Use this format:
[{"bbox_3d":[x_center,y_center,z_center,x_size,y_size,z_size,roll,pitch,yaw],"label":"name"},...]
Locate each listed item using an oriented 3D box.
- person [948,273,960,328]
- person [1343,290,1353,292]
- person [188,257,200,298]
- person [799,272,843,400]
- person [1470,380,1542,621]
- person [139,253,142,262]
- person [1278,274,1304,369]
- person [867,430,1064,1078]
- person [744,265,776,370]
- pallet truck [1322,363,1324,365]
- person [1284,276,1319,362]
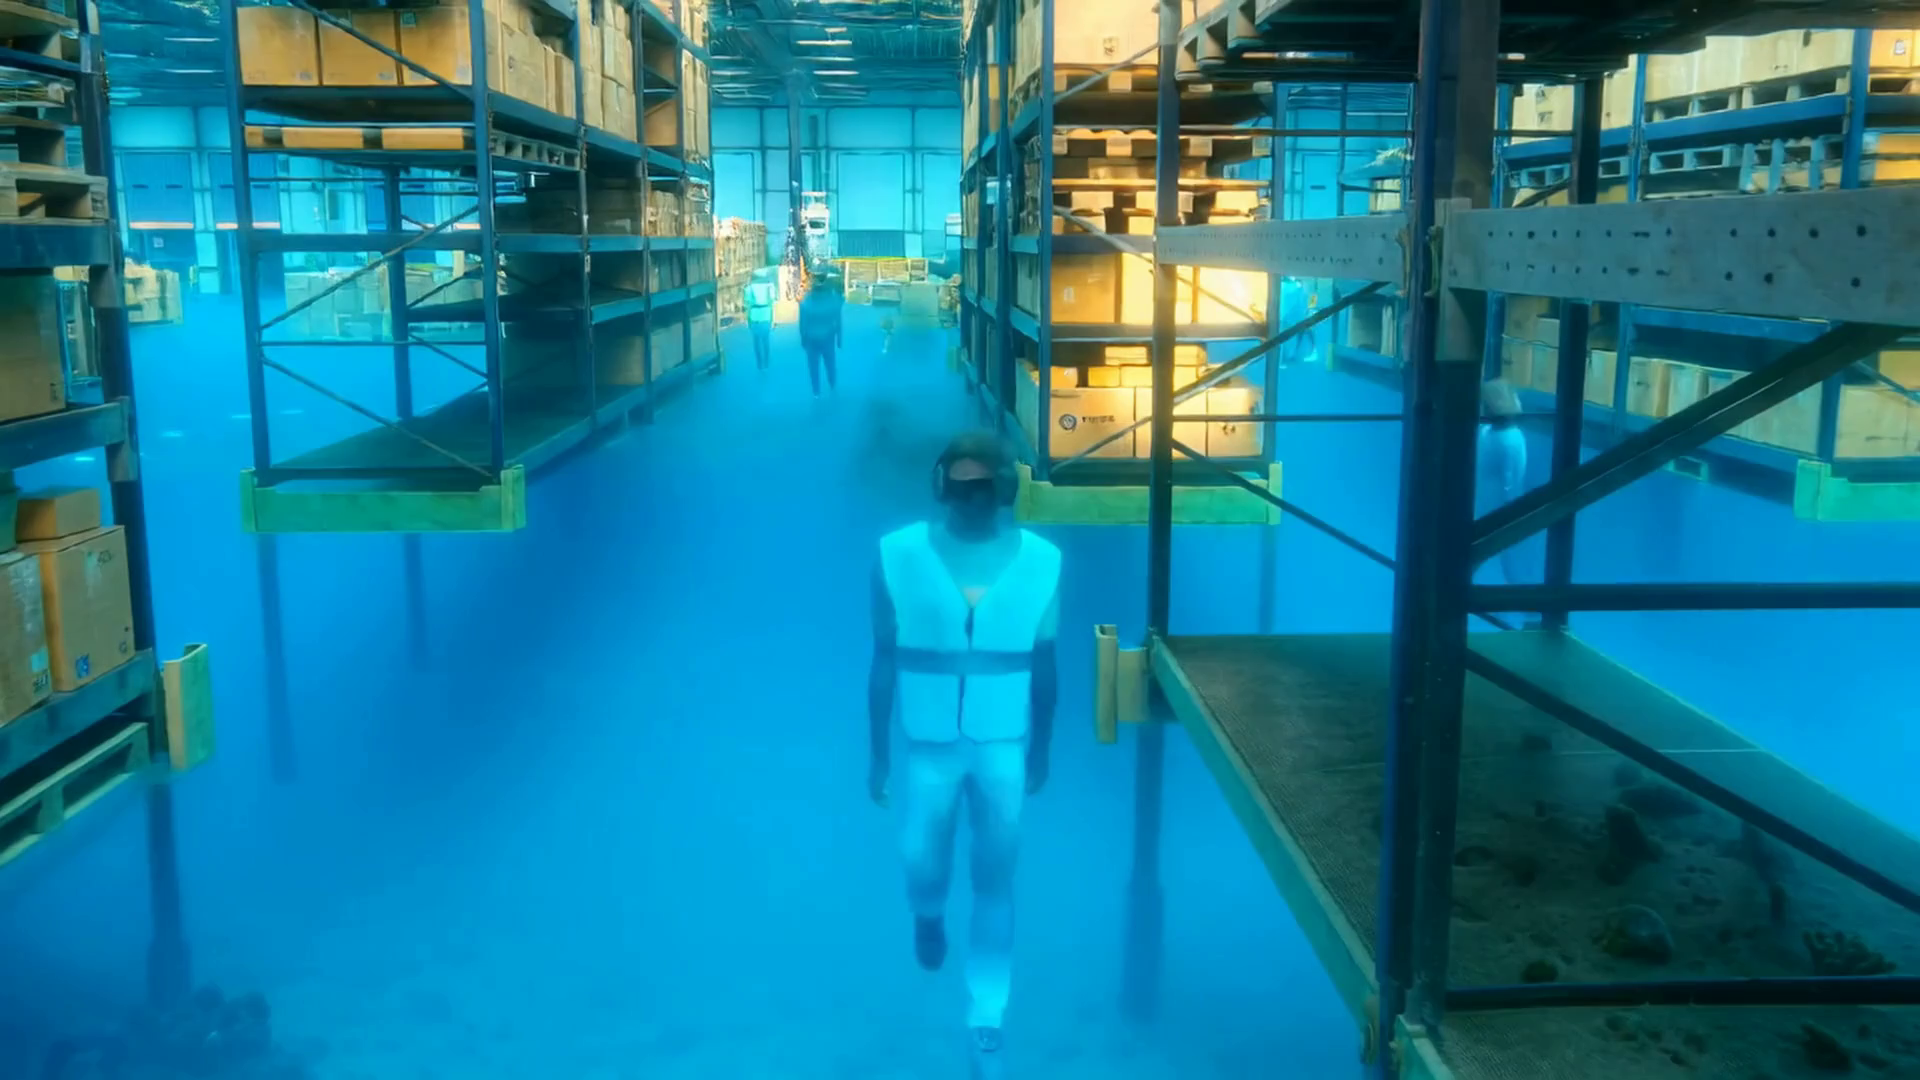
[{"bbox_3d":[-0.087,-4.689,34.531,0.316,1.699,0.542,-1,10,-3],"label":"person"},{"bbox_3d":[8.777,-5.221,36.902,0.590,1.915,0.392,6,12,32],"label":"person"},{"bbox_3d":[-32.142,-11.017,69.787,0.535,1.700,0.318,1,10,3],"label":"person"},{"bbox_3d":[-2.075,-3.049,24.856,0.655,1.891,0.528,0,10,2],"label":"person"},{"bbox_3d":[2.900,-0.086,9.177,0.843,1.581,0.522,-1,10,-8],"label":"person"},{"bbox_3d":[-33.648,-10.826,68.108,0.535,1.920,0.571,2,10,12],"label":"person"},{"bbox_3d":[6.058,-4.146,31.011,0.696,1.882,0.949,3,11,18],"label":"person"},{"bbox_3d":[0.008,0.571,4.876,0.582,1.829,0.712,-1,10,-6],"label":"person"},{"bbox_3d":[-3.716,-4.121,30.773,0.579,1.908,0.810,-2,10,-12],"label":"person"},{"bbox_3d":[7.712,-4.157,30.737,1.885,1.965,0.823,3,11,16],"label":"pallet truck"},{"bbox_3d":[6.650,-4.422,32.348,0.774,1.941,0.639,1,10,5],"label":"person"}]
